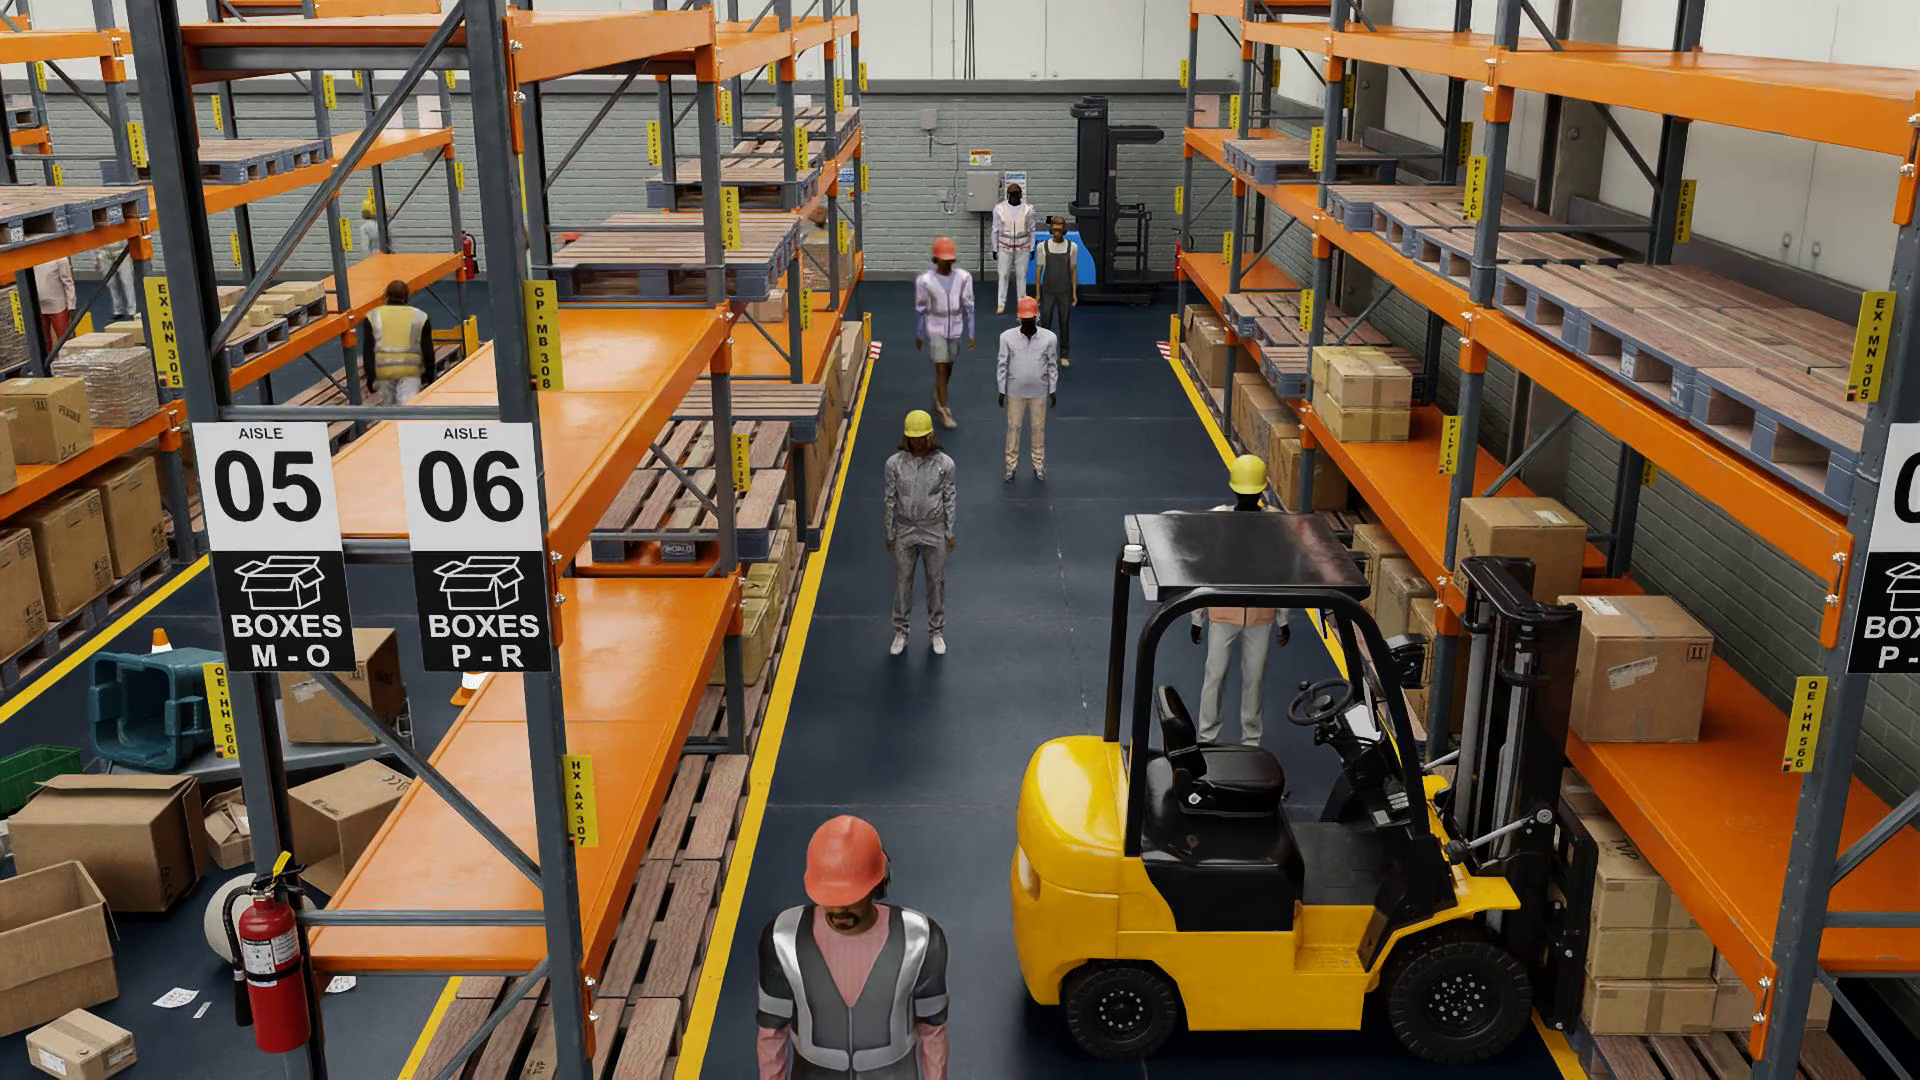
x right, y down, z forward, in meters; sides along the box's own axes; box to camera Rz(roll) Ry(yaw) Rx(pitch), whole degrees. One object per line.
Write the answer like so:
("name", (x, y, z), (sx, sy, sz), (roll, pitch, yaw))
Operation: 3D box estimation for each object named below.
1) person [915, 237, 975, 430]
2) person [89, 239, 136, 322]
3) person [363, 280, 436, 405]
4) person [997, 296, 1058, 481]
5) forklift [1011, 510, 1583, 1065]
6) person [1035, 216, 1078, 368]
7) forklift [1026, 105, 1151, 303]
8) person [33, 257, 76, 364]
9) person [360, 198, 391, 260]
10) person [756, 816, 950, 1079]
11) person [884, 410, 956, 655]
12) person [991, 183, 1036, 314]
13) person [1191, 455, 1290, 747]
("person", (-0.190, -2.240, 17.667), (0.605, 2.000, 1.026), (-6, 19, -18))
("person", (-11.671, -3.888, 22.961), (0.601, 1.809, 0.565), (-4, 19, -11))
("person", (-5.398, -1.603, 16.089), (0.635, 1.766, 0.995), (-4, 19, -12))
("person", (0.628, -1.404, 15.503), (0.572, 1.749, 0.341), (0, 18, 0))
("forklift", (1.387, 1.055, 7.378), (2.313, 2.155, 1.214), (0, 18, 0))
("person", (1.173, -3.010, 20.217), (0.514, 1.842, 0.327), (0, 18, 0))
("forklift", (1.857, -4.944, 24.441), (1.873, 2.768, 1.129), (0, 18, 0))
("person", (-10.330, -2.625, 18.818), (0.622, 1.992, 0.395), (0, 18, 0))
("person", (-8.073, -3.862, 23.025), (0.850, 1.704, 0.481), (17, 25, 41))
("person", (-0.340, 1.807, 5.342), (0.614, 2.041, 0.390), (0, 18, 0))
("person", (-0.273, -0.046, 11.413), (0.492, 1.742, 0.318), (0, 18, 0))
("person", (0.762, -4.128, 23.603), (0.633, 1.839, 0.429), (0, 18, 0))
("person", (1.641, 0.429, 9.688), (0.593, 1.924, 0.381), (0, 18, 0))
